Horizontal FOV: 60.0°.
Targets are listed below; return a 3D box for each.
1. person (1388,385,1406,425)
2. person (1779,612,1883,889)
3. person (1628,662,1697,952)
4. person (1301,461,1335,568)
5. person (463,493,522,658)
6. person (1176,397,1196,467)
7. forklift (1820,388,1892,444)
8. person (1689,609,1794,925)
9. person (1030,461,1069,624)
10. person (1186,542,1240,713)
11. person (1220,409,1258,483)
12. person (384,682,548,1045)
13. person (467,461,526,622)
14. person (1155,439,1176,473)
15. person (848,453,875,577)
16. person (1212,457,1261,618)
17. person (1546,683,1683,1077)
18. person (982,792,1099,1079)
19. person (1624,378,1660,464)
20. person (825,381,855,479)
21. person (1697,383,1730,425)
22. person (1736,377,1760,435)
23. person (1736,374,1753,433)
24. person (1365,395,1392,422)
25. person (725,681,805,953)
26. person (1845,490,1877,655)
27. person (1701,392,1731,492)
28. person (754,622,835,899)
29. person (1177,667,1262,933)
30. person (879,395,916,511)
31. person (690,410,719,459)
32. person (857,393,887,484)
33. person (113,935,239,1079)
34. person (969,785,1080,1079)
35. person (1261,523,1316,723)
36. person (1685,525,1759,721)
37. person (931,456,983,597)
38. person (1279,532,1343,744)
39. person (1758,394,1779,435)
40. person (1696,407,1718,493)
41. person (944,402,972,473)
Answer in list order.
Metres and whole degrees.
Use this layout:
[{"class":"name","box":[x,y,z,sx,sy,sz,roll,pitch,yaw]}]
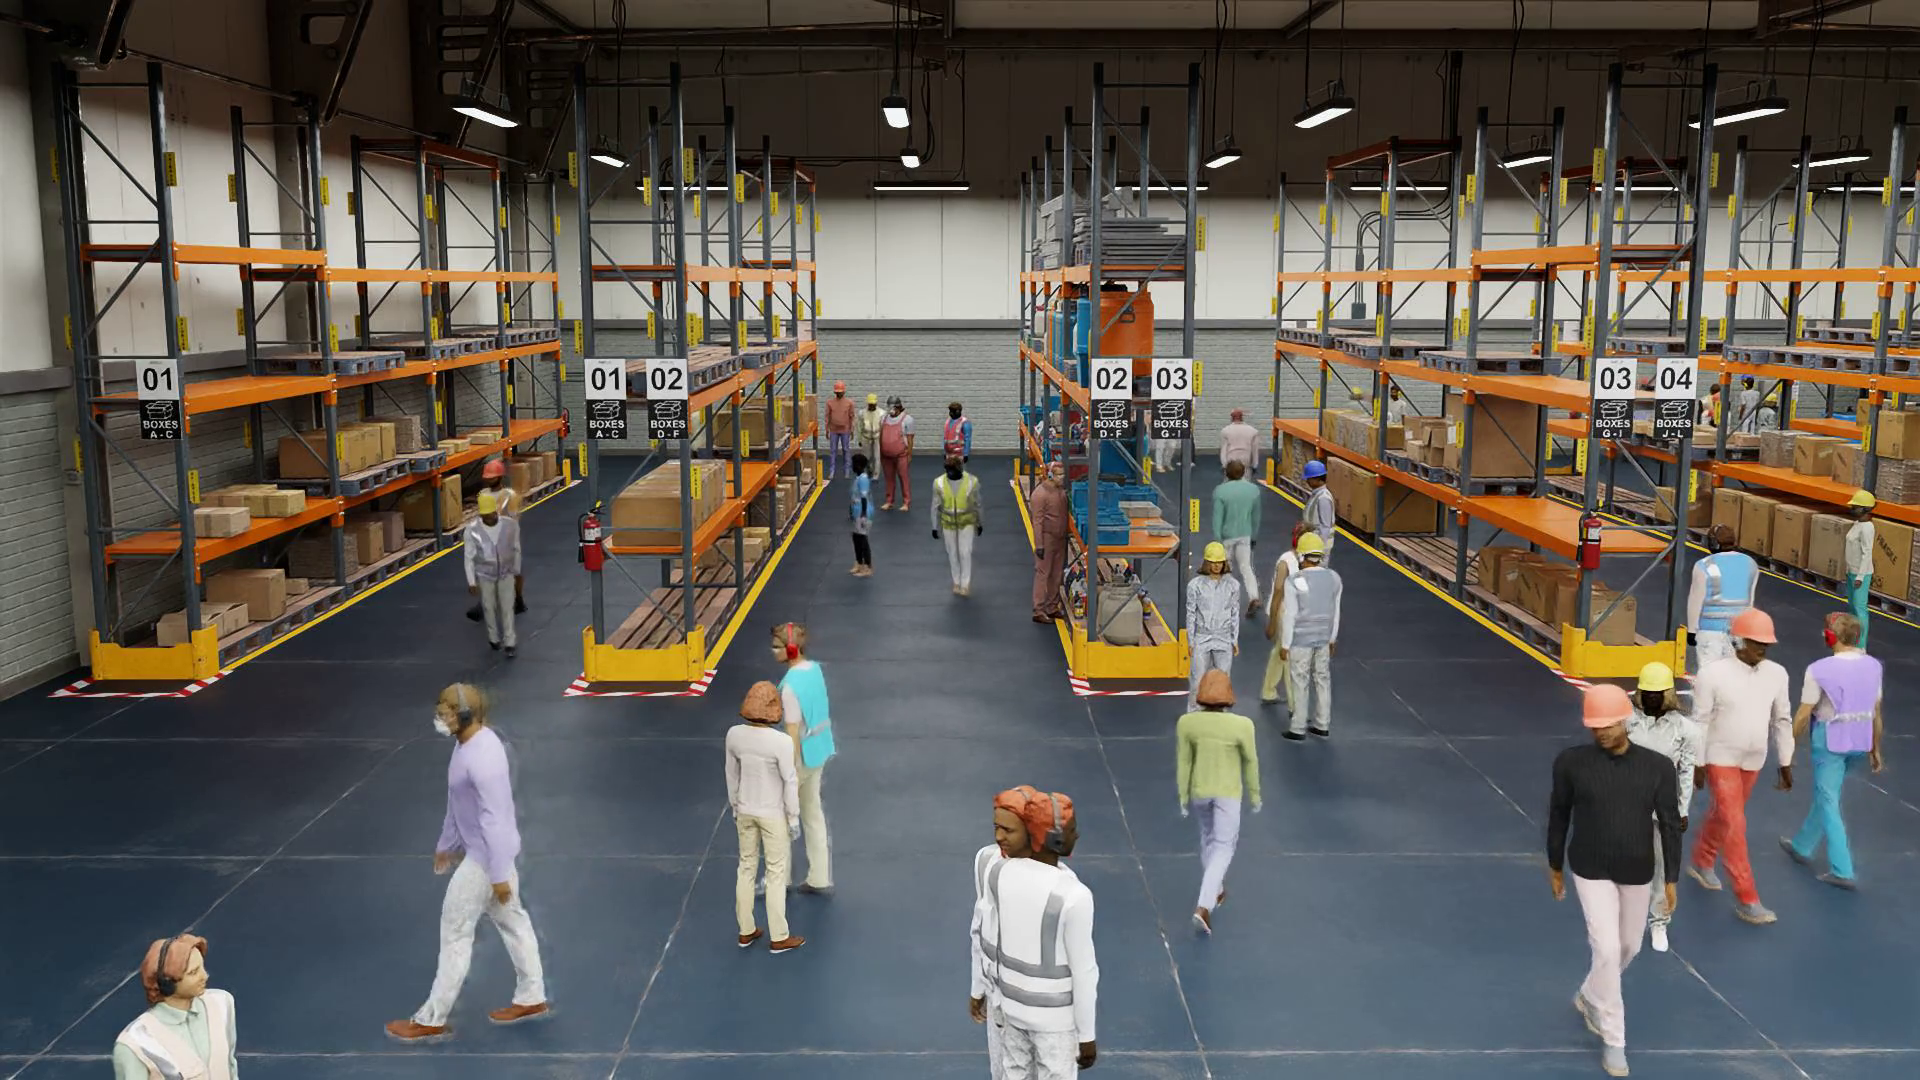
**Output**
[{"class":"person","box":[8.977,-2.266,34.325,0.341,1.858,0.510,-6,10,-32]},{"class":"person","box":[5.796,1.377,11.101,0.586,1.812,0.757,-3,9,-18]},{"class":"person","box":[4.105,1.580,9.930,0.483,1.745,0.302,5,10,30]},{"class":"person","box":[4.108,0.050,19.148,0.402,1.938,0.604,1,9,4]},{"class":"person","box":[-4.922,0.372,17.615,0.635,1.766,0.872,-4,10,-26]},{"class":"person","box":[4.874,-2.485,35.806,0.342,1.841,0.512,-5,10,-30]},{"class":"forklift","box":[20.072,-3.110,36.462,1.873,2.768,1.129,0,9,0]},{"class":"person","box":[4.958,1.385,10.576,0.621,1.942,1.017,-2,9,-10]},{"class":"person","box":[1.081,0.023,19.469,0.399,1.900,0.648,6,11,33]},{"class":"person","box":[2.201,0.879,14.445,0.487,1.744,0.297,-1,9,-10]},{"class":"person","box":[4.704,-1.267,27.940,0.659,1.859,0.828,-1,9,-3]},{"class":"person","box":[-2.638,1.685,8.753,0.940,1.897,0.639,-3,9,-16]},{"class":"person","box":[-5.461,0.007,19.601,0.580,1.880,1.006,2,9,15]},{"class":"person","box":[4.220,-2.282,34.601,0.643,1.804,0.479,-7,11,-37]},{"class":"person","box":[-1.329,-0.342,22.516,0.344,1.682,0.580,-2,9,-13]},{"class":"person","box":[3.312,-0.027,19.789,0.636,1.909,0.936,-2,9,-15]},{"class":"person","box":[3.356,1.686,8.565,0.628,1.966,0.758,1,9,5]},{"class":"person","box":[0.344,1.975,6.952,0.354,1.881,0.576,-8,12,-43]},{"class":"person","box":[15.046,-2.602,36.384,0.985,1.885,0.568,7,11,39]},{"class":"person","box":[-2.423,-2.208,33.505,0.609,1.992,0.383,1,9,4]},{"class":"person","box":[16.010,-2.418,35.361,0.630,1.841,0.430,3,9,19]},{"class":"person","box":[17.526,-2.687,37.001,0.517,1.865,0.327,-3,9,-16]},{"class":"person","box":[17.691,-2.804,37.467,0.377,1.950,0.611,3,9,16]},{"class":"person","box":[7.768,-1.788,31.037,0.553,1.924,0.390,1,9,4]},{"class":"person","box":[-1.163,1.640,9.902,0.503,1.633,0.280,5,10,29]},{"class":"person","box":[9.581,0.349,17.770,0.306,1.772,0.525,2,9,15]},{"class":"person","box":[14.308,-1.864,31.544,0.543,1.914,0.582,2,9,11]},{"class":"person","box":[-1.103,1.418,10.718,0.592,1.824,0.602,3,9,17]},{"class":"person","box":[1.573,1.588,10.311,0.503,1.604,0.785,5,10,30]},{"class":"person","box":[-1.139,-1.516,28.899,0.681,2.000,0.535,5,10,28]},{"class":"person","box":[-4.652,-1.691,30.235,0.615,1.980,0.422,0,9,-1]},{"class":"person","box":[-1.719,-1.997,32.716,0.602,1.820,0.470,0,9,1]},{"class":"person","box":[-2.818,2.231,6.068,0.306,1.641,0.523,4,10,22]},{"class":"person","box":[0.267,1.954,7.089,0.575,1.879,0.354,9,12,44]},{"class":"person","box":[3.058,0.724,15.314,0.672,1.798,0.627,6,11,36]},{"class":"person","box":[6.777,0.777,14.860,0.642,1.833,0.431,-2,9,-11]},{"class":"person","box":[-0.038,-0.175,21.050,0.648,1.795,0.857,1,9,9]},{"class":"person","box":[3.008,0.846,14.372,0.600,1.829,0.404,-4,10,-26]},{"class":"person","box":[16.312,-2.091,33.589,0.325,1.729,0.494,0,9,-2]},{"class":"person","box":[13.514,-1.535,30.004,0.569,1.733,0.639,-2,9,-13]},{"class":"person","box":[-0.075,-1.545,29.724,0.429,1.841,0.634,-7,11,-40]}]
